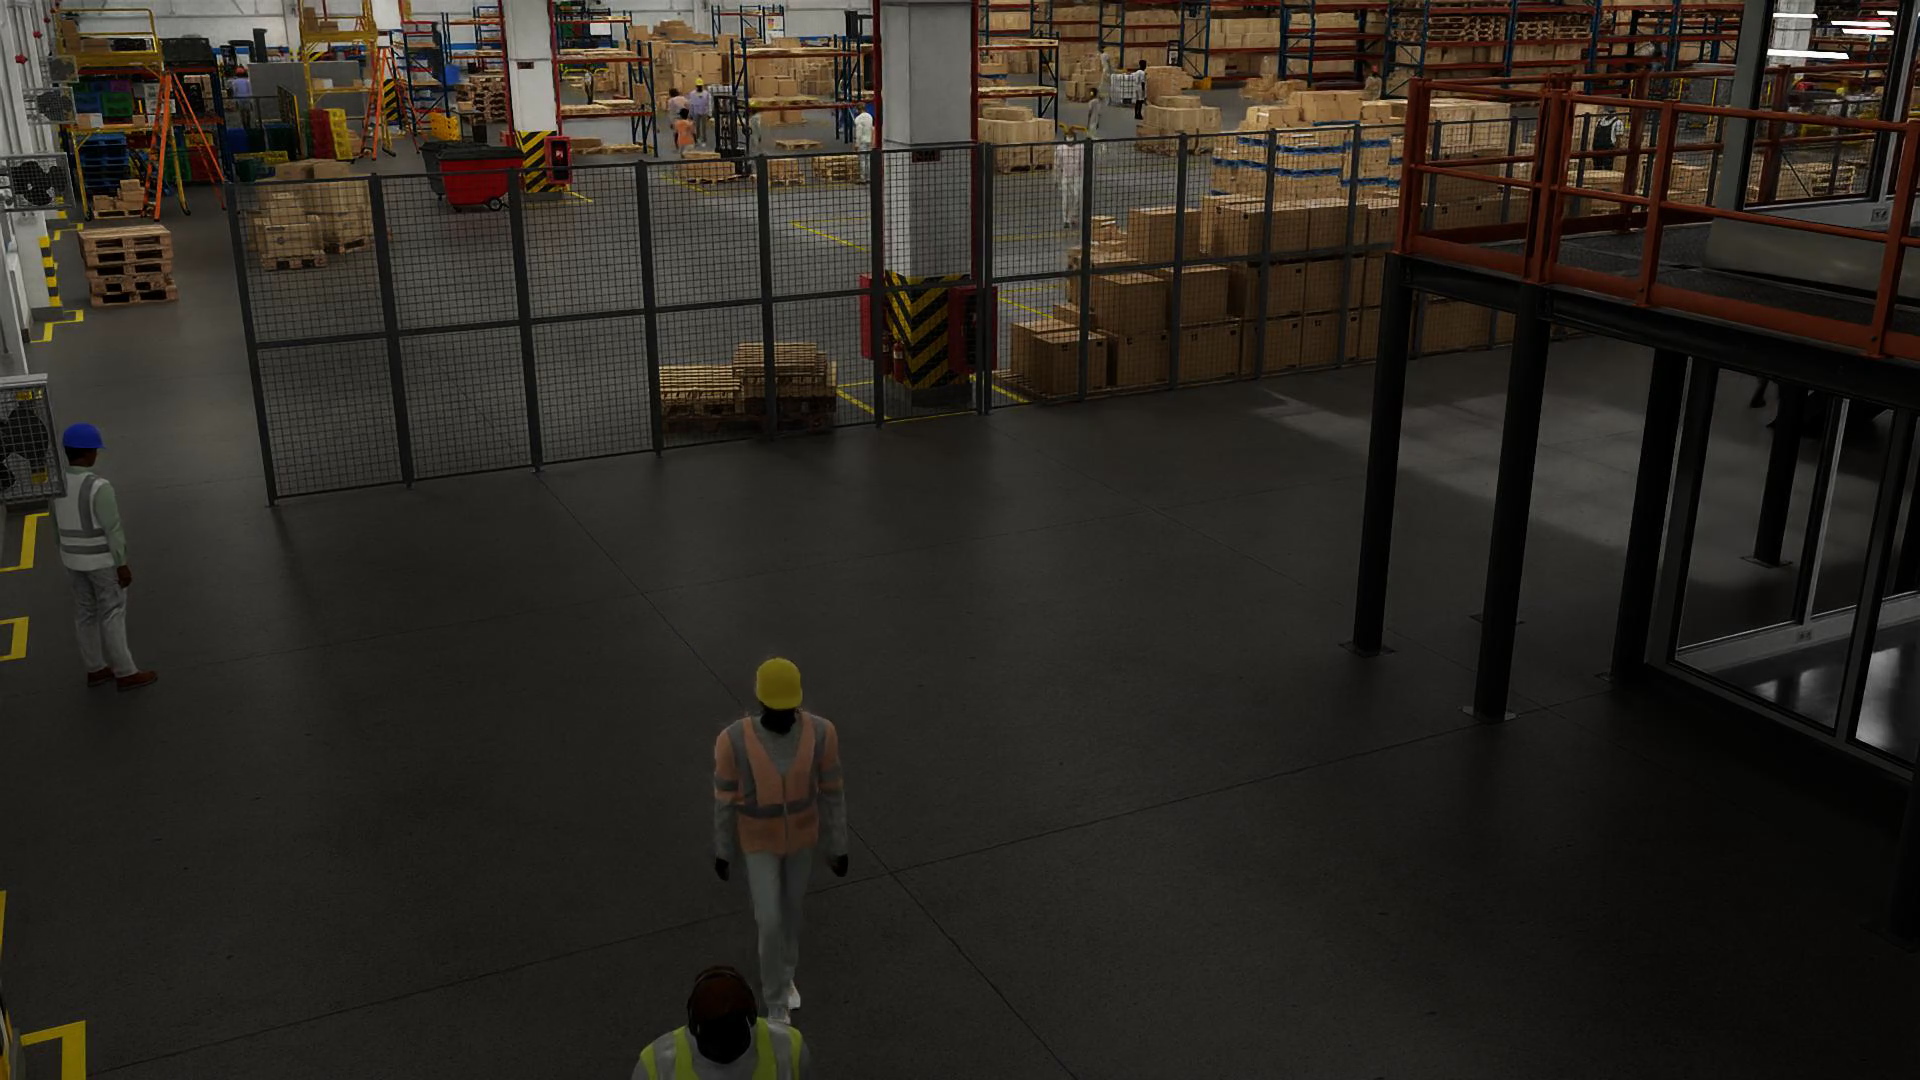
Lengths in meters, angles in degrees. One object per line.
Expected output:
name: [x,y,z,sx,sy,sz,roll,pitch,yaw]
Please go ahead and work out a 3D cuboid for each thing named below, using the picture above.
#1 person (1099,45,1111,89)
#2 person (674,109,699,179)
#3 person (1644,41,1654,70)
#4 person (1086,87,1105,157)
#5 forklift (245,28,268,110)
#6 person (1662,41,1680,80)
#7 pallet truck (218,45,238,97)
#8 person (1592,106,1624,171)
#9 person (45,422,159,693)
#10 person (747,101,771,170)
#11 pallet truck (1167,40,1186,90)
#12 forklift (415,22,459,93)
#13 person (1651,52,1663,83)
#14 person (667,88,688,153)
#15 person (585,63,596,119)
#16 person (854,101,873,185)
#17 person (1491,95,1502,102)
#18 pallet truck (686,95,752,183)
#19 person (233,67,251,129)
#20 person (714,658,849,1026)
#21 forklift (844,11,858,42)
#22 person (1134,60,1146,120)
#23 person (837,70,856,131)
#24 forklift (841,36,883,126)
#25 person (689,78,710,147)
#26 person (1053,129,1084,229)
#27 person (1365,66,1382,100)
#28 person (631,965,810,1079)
person: [6.141,-19.921,70.067,1.025,1.806,0.566,-10,21,-26]
person: [-6.642,-9.664,40.533,0.546,1.650,0.889,8,21,23]
person: [32.325,-22.647,77.776,0.646,1.910,0.556,2,19,6]
person: [3.634,-11.246,44.819,0.589,1.851,0.541,10,21,26]
forklift: [-24.981,-16.906,59.677,1.873,2.768,1.129,-9,21,-25]
person: [32.385,-21.910,75.690,0.994,1.901,0.634,-10,21,-26]
pallet truck: [-28.879,-18.665,66.111,0.823,1.965,1.885,-3,19,-9]
person: [14.566,-8.860,37.623,0.536,2.000,0.677,-12,22,-31]
person: [-6.088,0.125,11.725,0.606,1.940,0.416,8,21,23]
person: [-5.091,-10.214,42.029,0.719,1.717,0.516,-13,23,-32]
pallet truck: [9.045,-19.971,69.895,0.823,1.965,1.885,-3,19,-8]
forklift: [-21.421,-19.530,67.284,1.129,2.768,1.873,14,23,35]
person: [28.225,-18.868,67.194,0.836,1.652,0.557,-8,21,-23]
person: [-7.704,-11.484,45.637,0.675,1.786,0.960,-15,24,-37]
person: [-12.529,-15.212,56.353,0.341,1.839,0.501,-2,19,-7]
person: [-2.285,-9.334,39.158,0.373,1.936,0.629,9,21,25]
person: [14.415,-11.179,44.789,0.776,1.731,0.557,0,19,1]
pallet truck: [-5.836,-9.608,39.856,0.823,1.965,1.885,10,22,27]
person: [-22.671,-14.002,52.713,0.559,1.912,0.722,-7,20,-19]
person: [-0.816,1.467,7.884,0.622,1.900,0.750,-8,20,-21]
forklift: [-5.444,-25.089,83.397,1.873,2.768,1.129,-9,21,-25]
person: [6.077,-15.126,55.895,0.365,1.964,0.610,-5,20,-14]
person: [-3.616,-13.777,52.138,0.473,1.879,0.665,4,19,12]
forklift: [-2.827,-14.736,53.387,1.873,2.768,1.129,-9,21,-25]
person: [-7.461,-12.290,47.772,0.586,1.910,0.625,-5,20,-14]
person: [2.147,-7.049,32.556,0.653,1.915,0.619,1,19,2]
person: [13.306,-14.300,53.623,0.544,1.894,1.000,1,19,3]
person: [-0.785,2.268,5.663,0.619,1.845,0.430,-6,20,-16]
